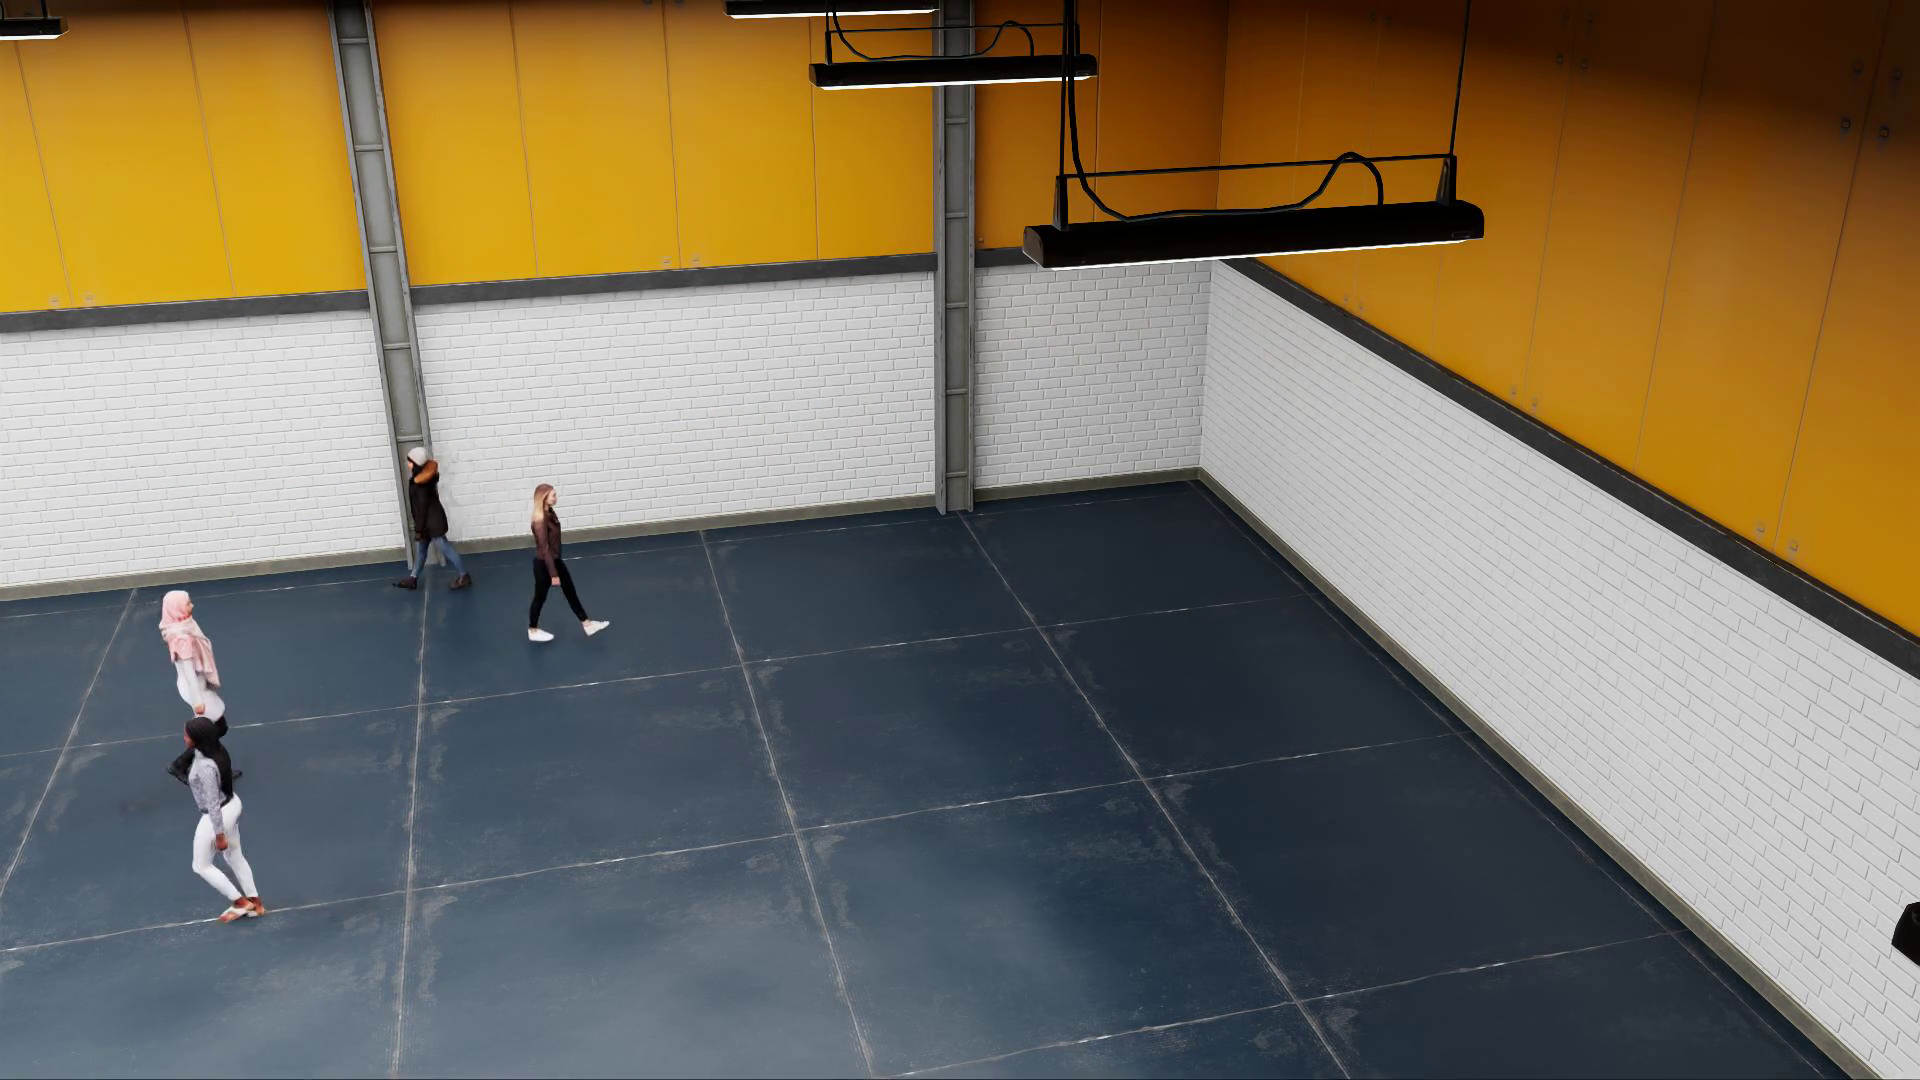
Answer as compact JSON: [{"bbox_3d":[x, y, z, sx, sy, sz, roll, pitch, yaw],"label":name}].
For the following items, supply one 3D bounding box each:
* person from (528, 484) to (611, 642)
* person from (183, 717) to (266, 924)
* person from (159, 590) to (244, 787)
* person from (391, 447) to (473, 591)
[{"bbox_3d":[-4.094,0.254,16.202,1.110,1.667,0.843,1,24,2],"label":"person"},{"bbox_3d":[-5.270,2.036,12.069,0.636,1.712,0.649,-4,24,-9],"label":"person"},{"bbox_3d":[-6.384,1.272,13.713,0.878,1.795,0.763,-13,27,-27],"label":"person"},{"bbox_3d":[-5.429,-0.190,17.316,1.046,1.589,0.680,-8,25,-18],"label":"person"}]
